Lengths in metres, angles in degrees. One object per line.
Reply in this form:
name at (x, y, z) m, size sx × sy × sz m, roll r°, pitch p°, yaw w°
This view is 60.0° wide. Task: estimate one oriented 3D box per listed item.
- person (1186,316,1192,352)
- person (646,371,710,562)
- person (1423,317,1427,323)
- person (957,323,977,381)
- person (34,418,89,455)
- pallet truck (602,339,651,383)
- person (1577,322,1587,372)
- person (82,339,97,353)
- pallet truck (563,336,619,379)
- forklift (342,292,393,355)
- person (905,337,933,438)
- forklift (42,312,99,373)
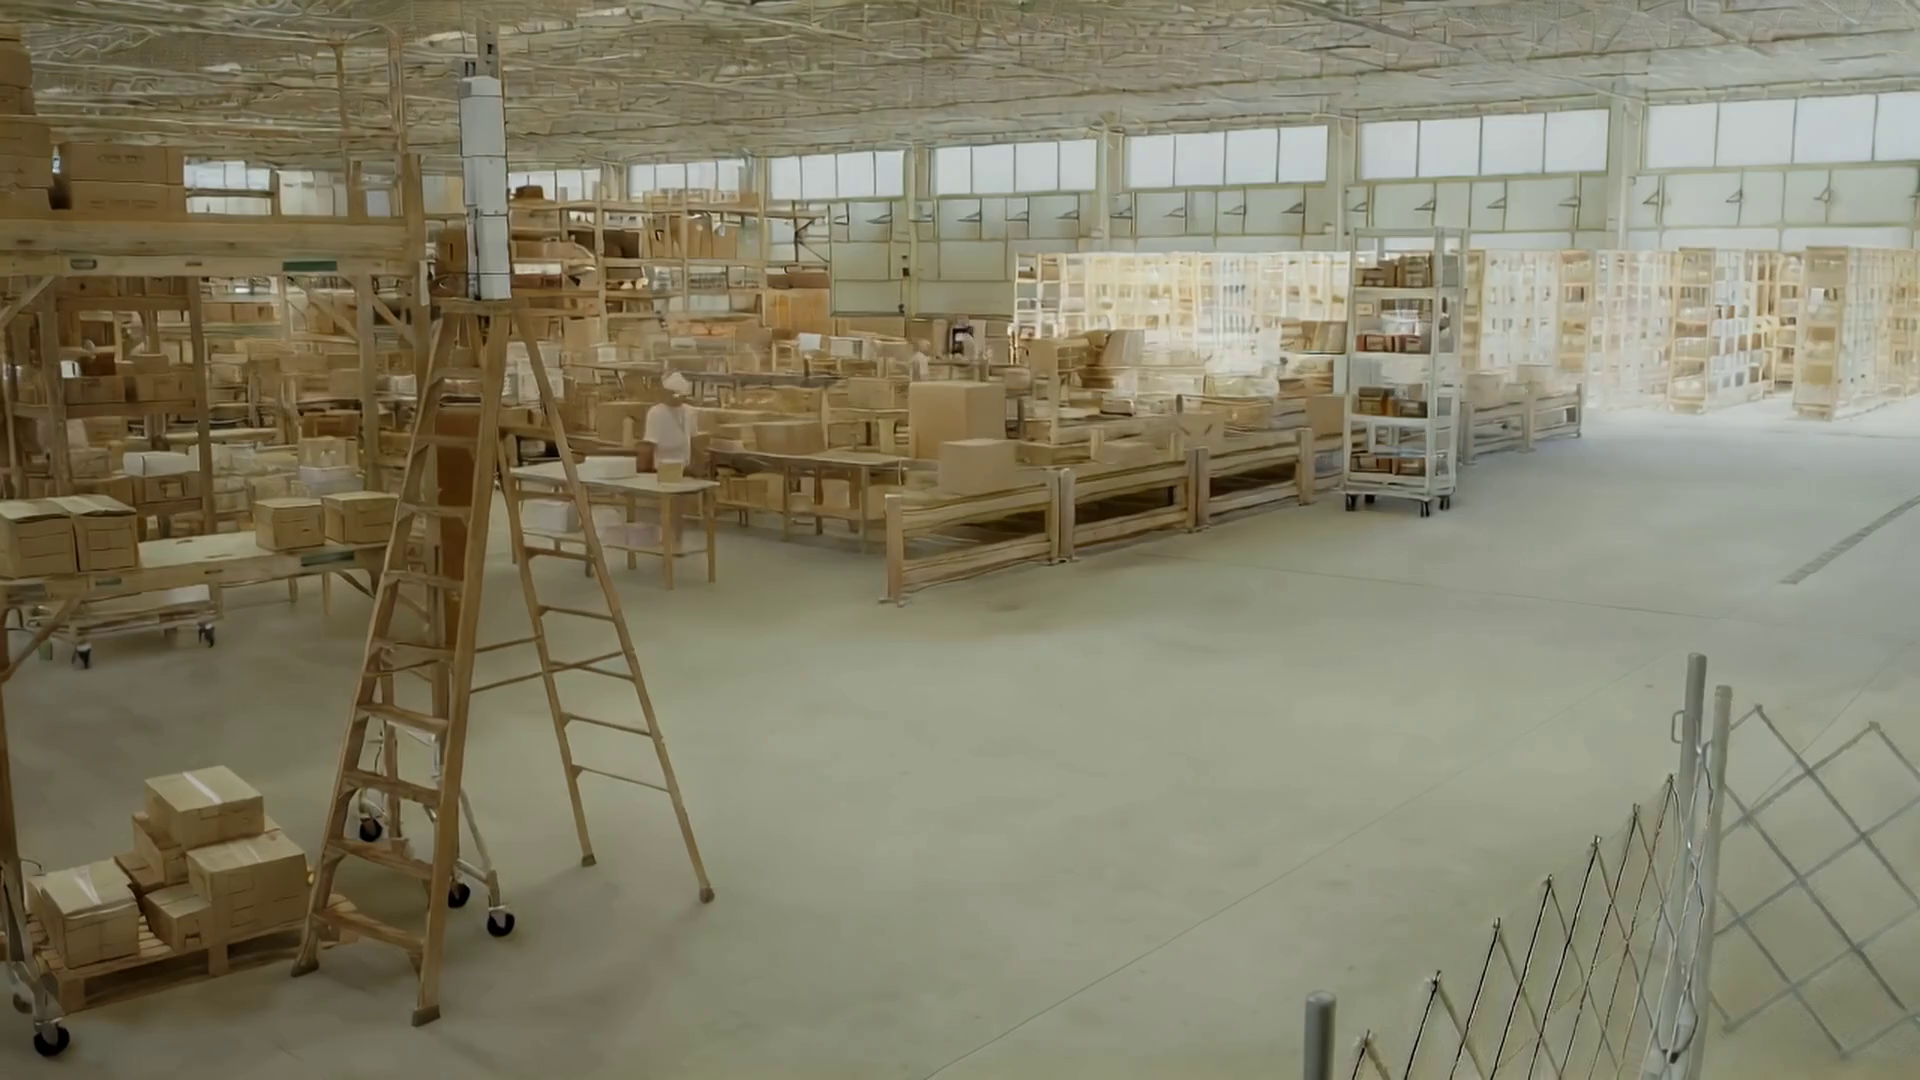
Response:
person at (7.031, -6.014, 50.418) m, size 0.834 × 1.963 × 0.624 m, roll 2°, pitch 9°, yaw 14°
person at (-2.961, -0.781, 17.614) m, size 0.776 × 2.004 × 0.596 m, roll 6°, pitch 11°, yaw 34°
person at (13.145, -5.392, 46.943) m, size 0.600 × 1.830 × 0.403 m, roll 1°, pitch 9°, yaw 5°
person at (0.229, -4.790, 43.413) m, size 0.533 × 1.751 × 0.541 m, roll 8°, pitch 12°, yaw 41°
person at (-11.705, -1.285, 21.516) m, size 0.632 × 1.759 × 1.002 m, roll 1°, pitch 9°, yaw 8°
pallet truck at (-8.991, -4.871, 45.351) m, size 0.653 × 1.274 × 1.630 m, roll 7°, pitch 11°, yaw 37°
person at (16.469, -4.922, 43.994) m, size 0.442 × 1.832 × 0.596 m, roll 7°, pitch 11°, yaw 35°
person at (-18.648, -3.491, 35.702) m, size 0.275 × 1.631 × 0.507 m, roll 2°, pitch 9°, yaw 11°
pallet truck at (-10.690, -5.294, 48.215) m, size 1.601 × 1.201 × 0.680 m, roll -5°, pitch 10°, yaw -26°
forklift at (-16.485, -5.622, 45.120) m, size 1.129 × 2.768 × 1.873 m, roll 7°, pitch 11°, yaw 37°
person at (-0.730, -2.756, 30.344) m, size 0.743 × 1.881 × 0.668 m, roll 0°, pitch 9°, yaw 2°
forklift at (-23.779, -5.451, 44.052) m, size 1.873 × 2.768 × 1.129 m, roll 7°, pitch 11°, yaw 36°
